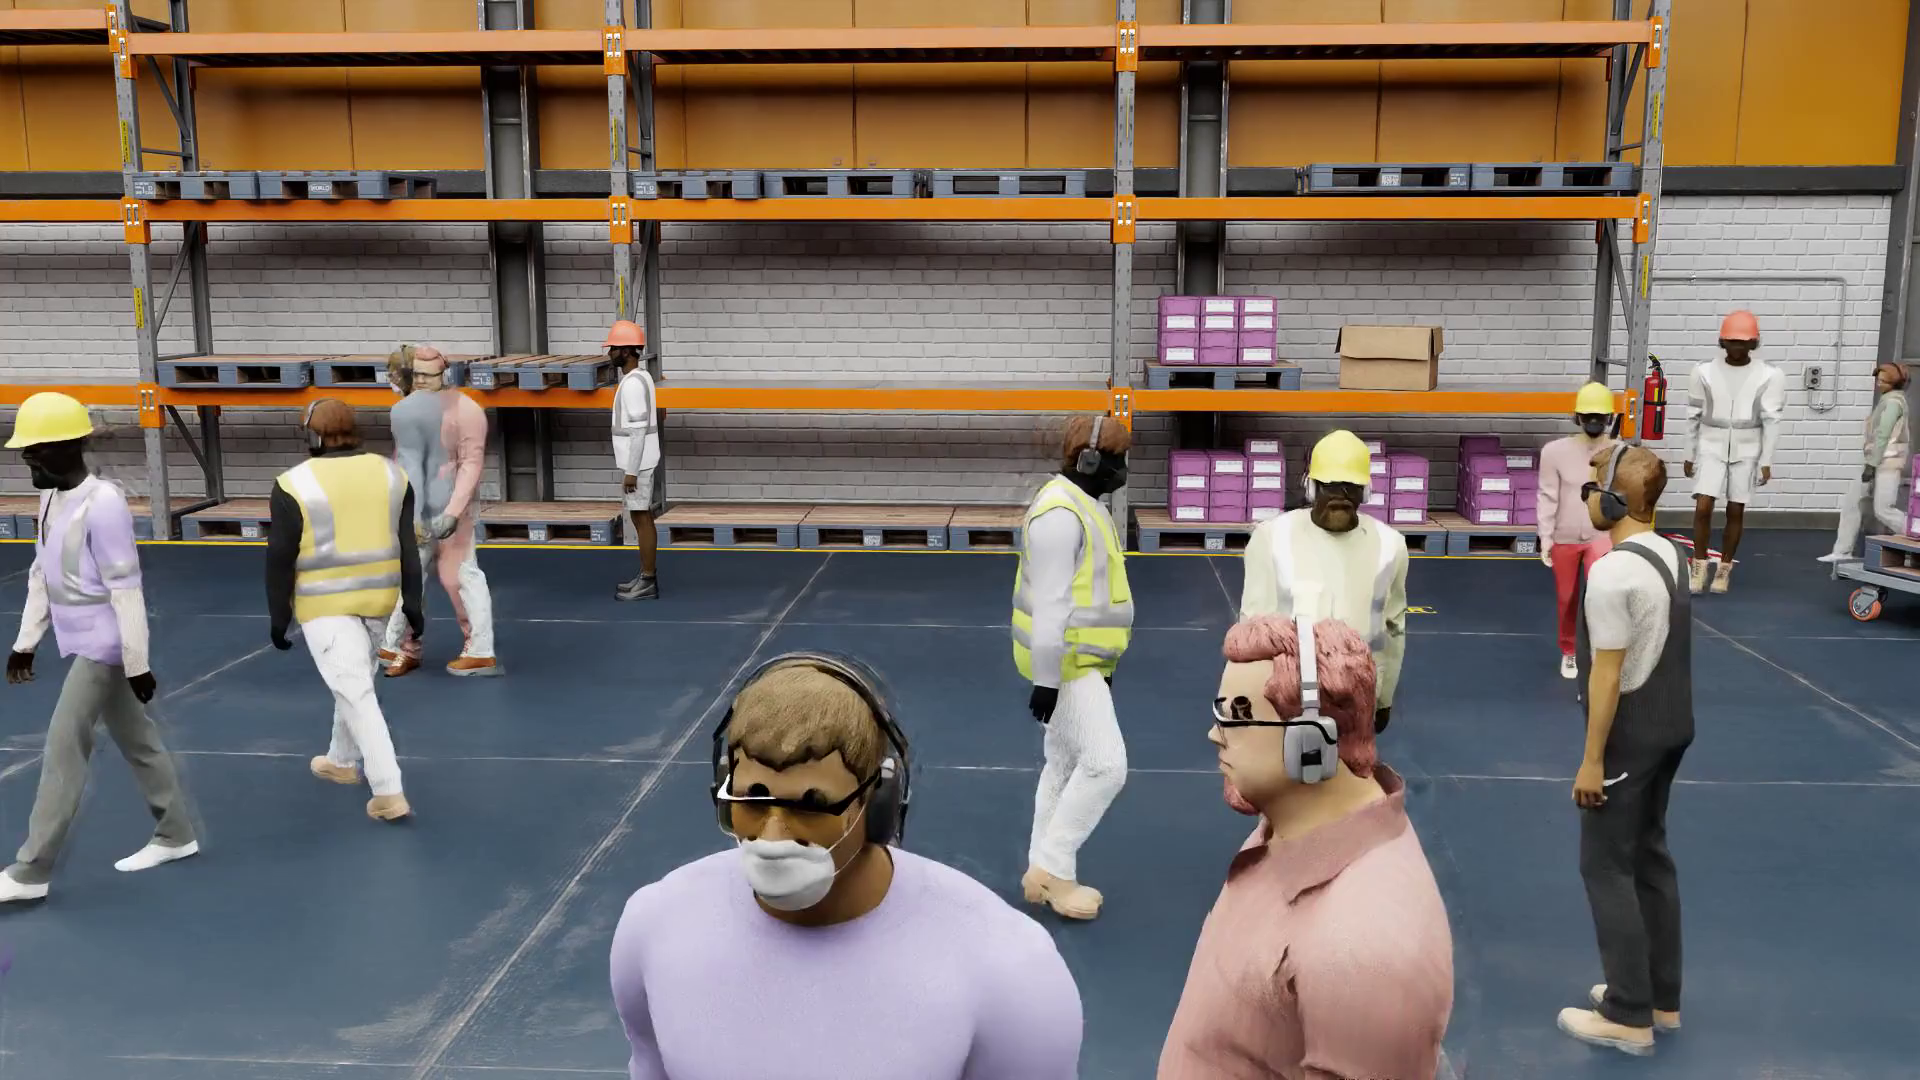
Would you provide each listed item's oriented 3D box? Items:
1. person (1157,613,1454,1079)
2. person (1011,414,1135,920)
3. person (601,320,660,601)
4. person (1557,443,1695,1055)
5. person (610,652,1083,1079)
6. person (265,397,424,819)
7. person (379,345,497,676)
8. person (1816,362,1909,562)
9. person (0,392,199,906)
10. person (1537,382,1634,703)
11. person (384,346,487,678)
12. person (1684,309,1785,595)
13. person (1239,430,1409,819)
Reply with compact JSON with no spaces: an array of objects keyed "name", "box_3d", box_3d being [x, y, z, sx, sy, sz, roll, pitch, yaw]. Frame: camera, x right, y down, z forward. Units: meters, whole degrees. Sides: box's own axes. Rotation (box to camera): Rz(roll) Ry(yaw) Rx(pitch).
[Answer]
[{"name":"person","box_3d":[0.582,1.027,2.487,0.758,1.882,0.644,1,10,8]},{"name":"person","box_3d":[0.429,0.455,6.017,0.458,1.819,0.640,2,10,13]},{"name":"person","box_3d":[-2.268,-0.543,11.518,0.370,1.939,0.543,-1,10,-5]},{"name":"person","box_3d":[2.033,0.623,5.062,0.405,1.826,0.515,9,14,44]},{"name":"person","box_3d":[-0.158,1.080,2.087,0.640,1.921,0.542,2,10,14]},{"name":"person","box_3d":[-2.640,0.281,7.160,0.971,1.791,0.631,8,13,39]},{"name":"person","box_3d":[-3.055,-0.160,9.447,0.977,1.874,0.641,3,10,19]},{"name":"person","box_3d":[7.063,-0.561,12.647,0.756,1.602,0.511,3,10,18]},{"name":"person","box_3d":[-3.351,0.399,6.187,0.951,1.879,0.595,-8,13,-40]},{"name":"person","box_3d":[3.413,-0.011,9.070,0.509,1.714,0.934,4,10,22]},{"name":"person","box_3d":[-2.953,-0.165,9.489,0.651,1.880,0.590,4,10,20]},{"name":"person","box_3d":[5.349,-0.587,11.549,0.616,2.010,0.683,5,11,28]},{"name":"person","box_3d":[1.277,0.488,5.931,0.600,1.799,0.910,1,10,4]}]
